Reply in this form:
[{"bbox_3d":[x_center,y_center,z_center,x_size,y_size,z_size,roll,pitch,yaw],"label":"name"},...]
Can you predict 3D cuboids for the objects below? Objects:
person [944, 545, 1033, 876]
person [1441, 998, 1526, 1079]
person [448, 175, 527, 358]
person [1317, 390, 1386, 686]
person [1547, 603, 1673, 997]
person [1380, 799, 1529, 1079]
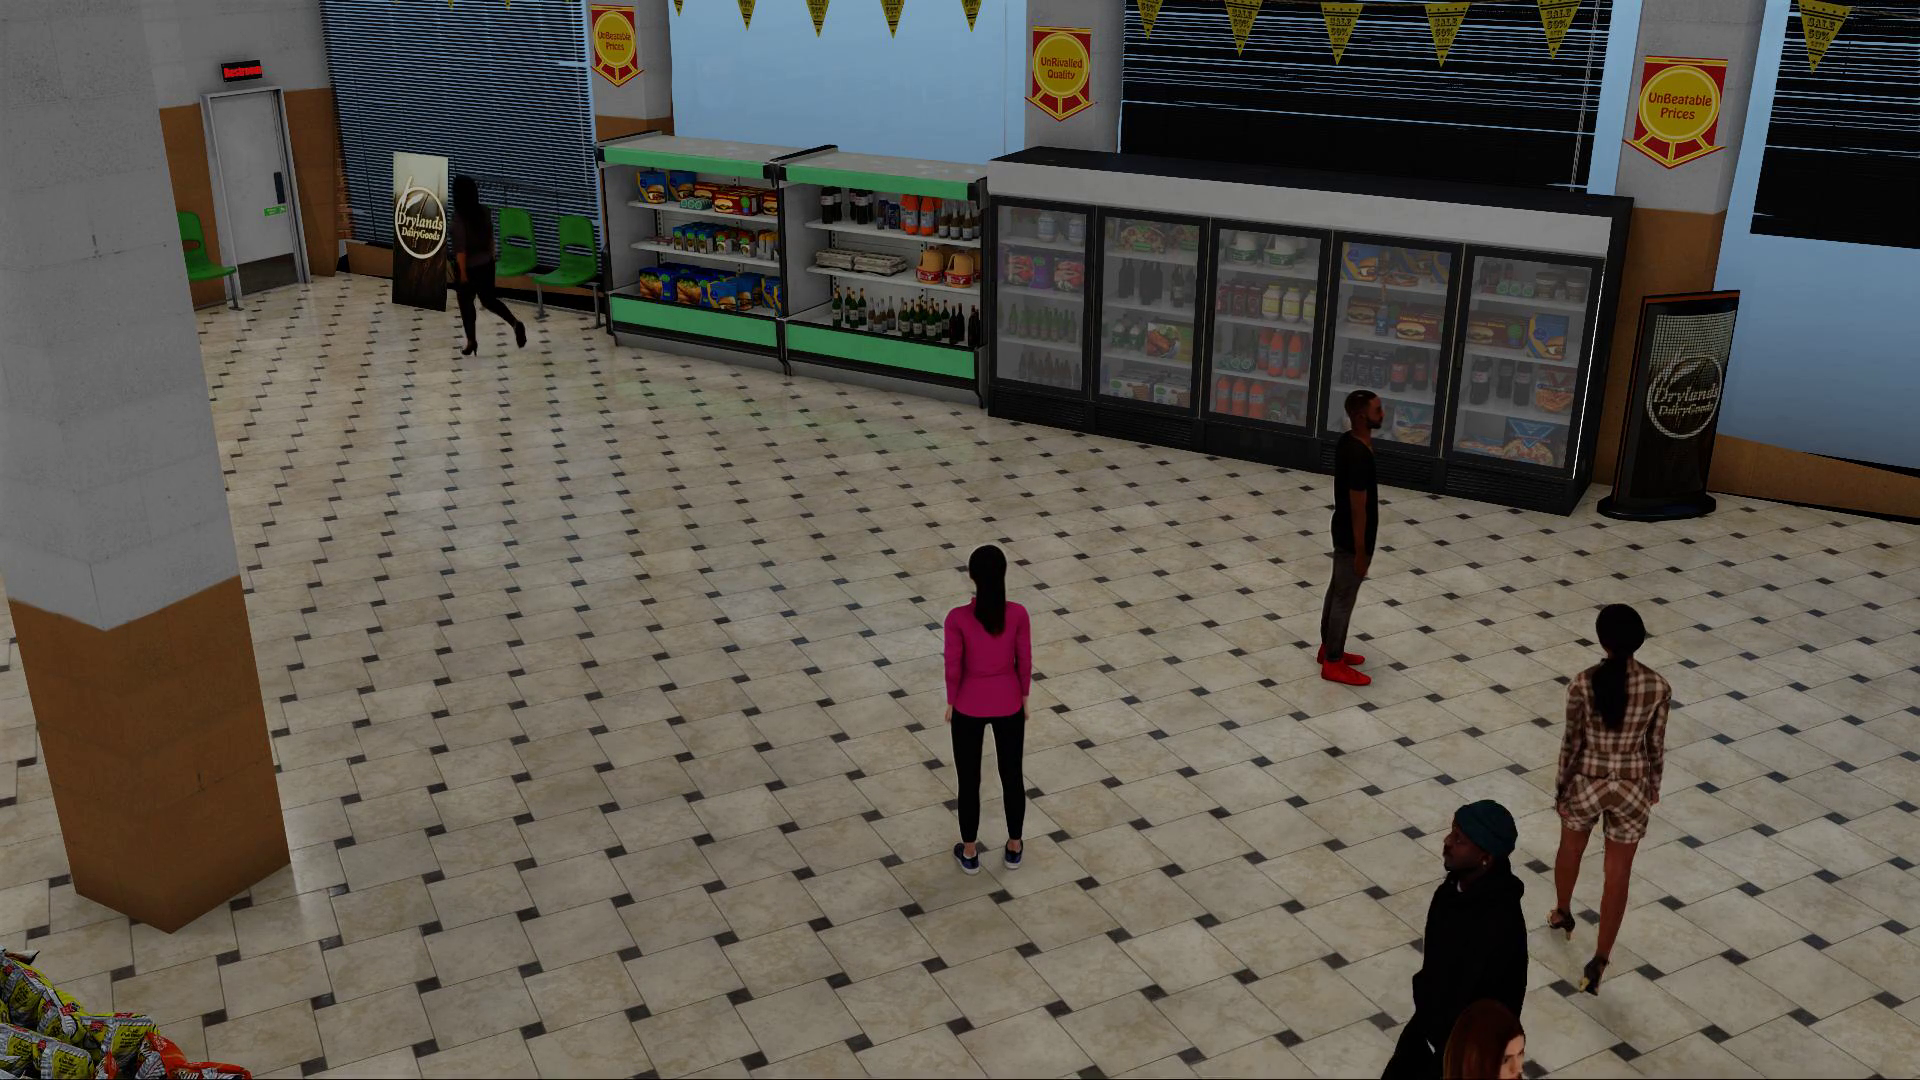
[{"bbox_3d":[0.138,0.816,8.002,0.683,1.698,0.754,-3,22,-8],"label":"person"},{"bbox_3d":[1.402,2.040,4.954,0.774,1.700,0.913,-16,27,-34],"label":"person"},{"bbox_3d":[-4.737,-2.671,16.521,1.022,1.818,0.654,13,25,29],"label":"person"},{"bbox_3d":[2.341,-0.030,9.964,0.682,1.805,0.718,2,22,5],"label":"person"},{"bbox_3d":[2.772,1.144,7.105,0.966,1.759,0.828,6,23,15],"label":"person"},{"bbox_3d":[1.803,1.716,5.660,1.327,1.774,1.121,-1,22,-2],"label":"person"}]
